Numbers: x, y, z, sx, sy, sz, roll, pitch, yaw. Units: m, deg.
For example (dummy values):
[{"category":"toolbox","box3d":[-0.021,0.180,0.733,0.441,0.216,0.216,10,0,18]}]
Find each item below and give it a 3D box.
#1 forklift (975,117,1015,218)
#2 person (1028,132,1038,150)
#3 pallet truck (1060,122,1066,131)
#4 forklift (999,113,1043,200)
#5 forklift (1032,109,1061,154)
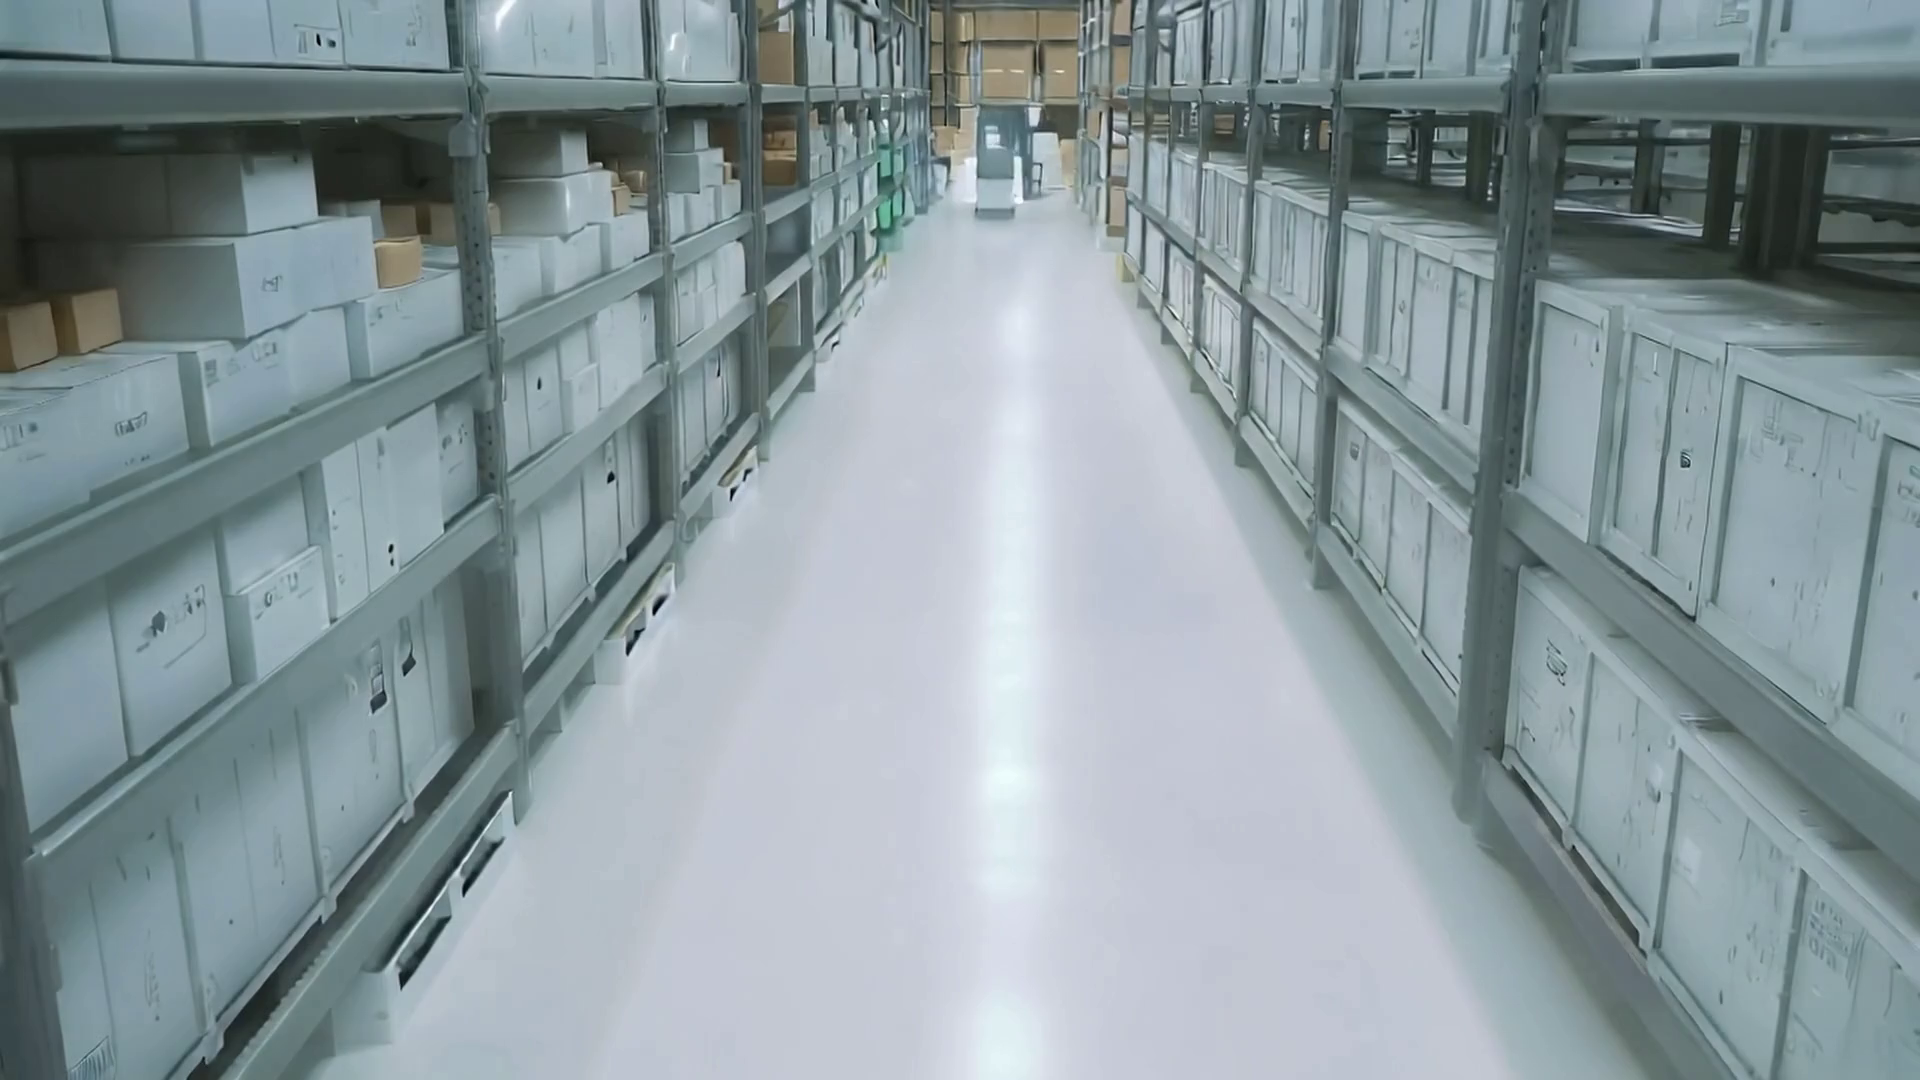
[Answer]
[{"category":"forklift","box3d":[1.004,-10.601,47.234,1.129,2.768,1.873,0,15,1]},{"category":"person","box3d":[3.472,-18.041,76.813,0.651,1.903,0.730,-1,15,-4]},{"category":"pallet truck","box3d":[5.788,-21.111,88.014,1.885,1.965,0.823,5,16,18]},{"category":"forklift","box3d":[1.709,-12.499,54.297,1.129,2.768,1.873,13,20,41]},{"category":"forklift","box3d":[3.777,-16.764,70.163,1.129,2.768,1.873,-9,18,-31]}]
